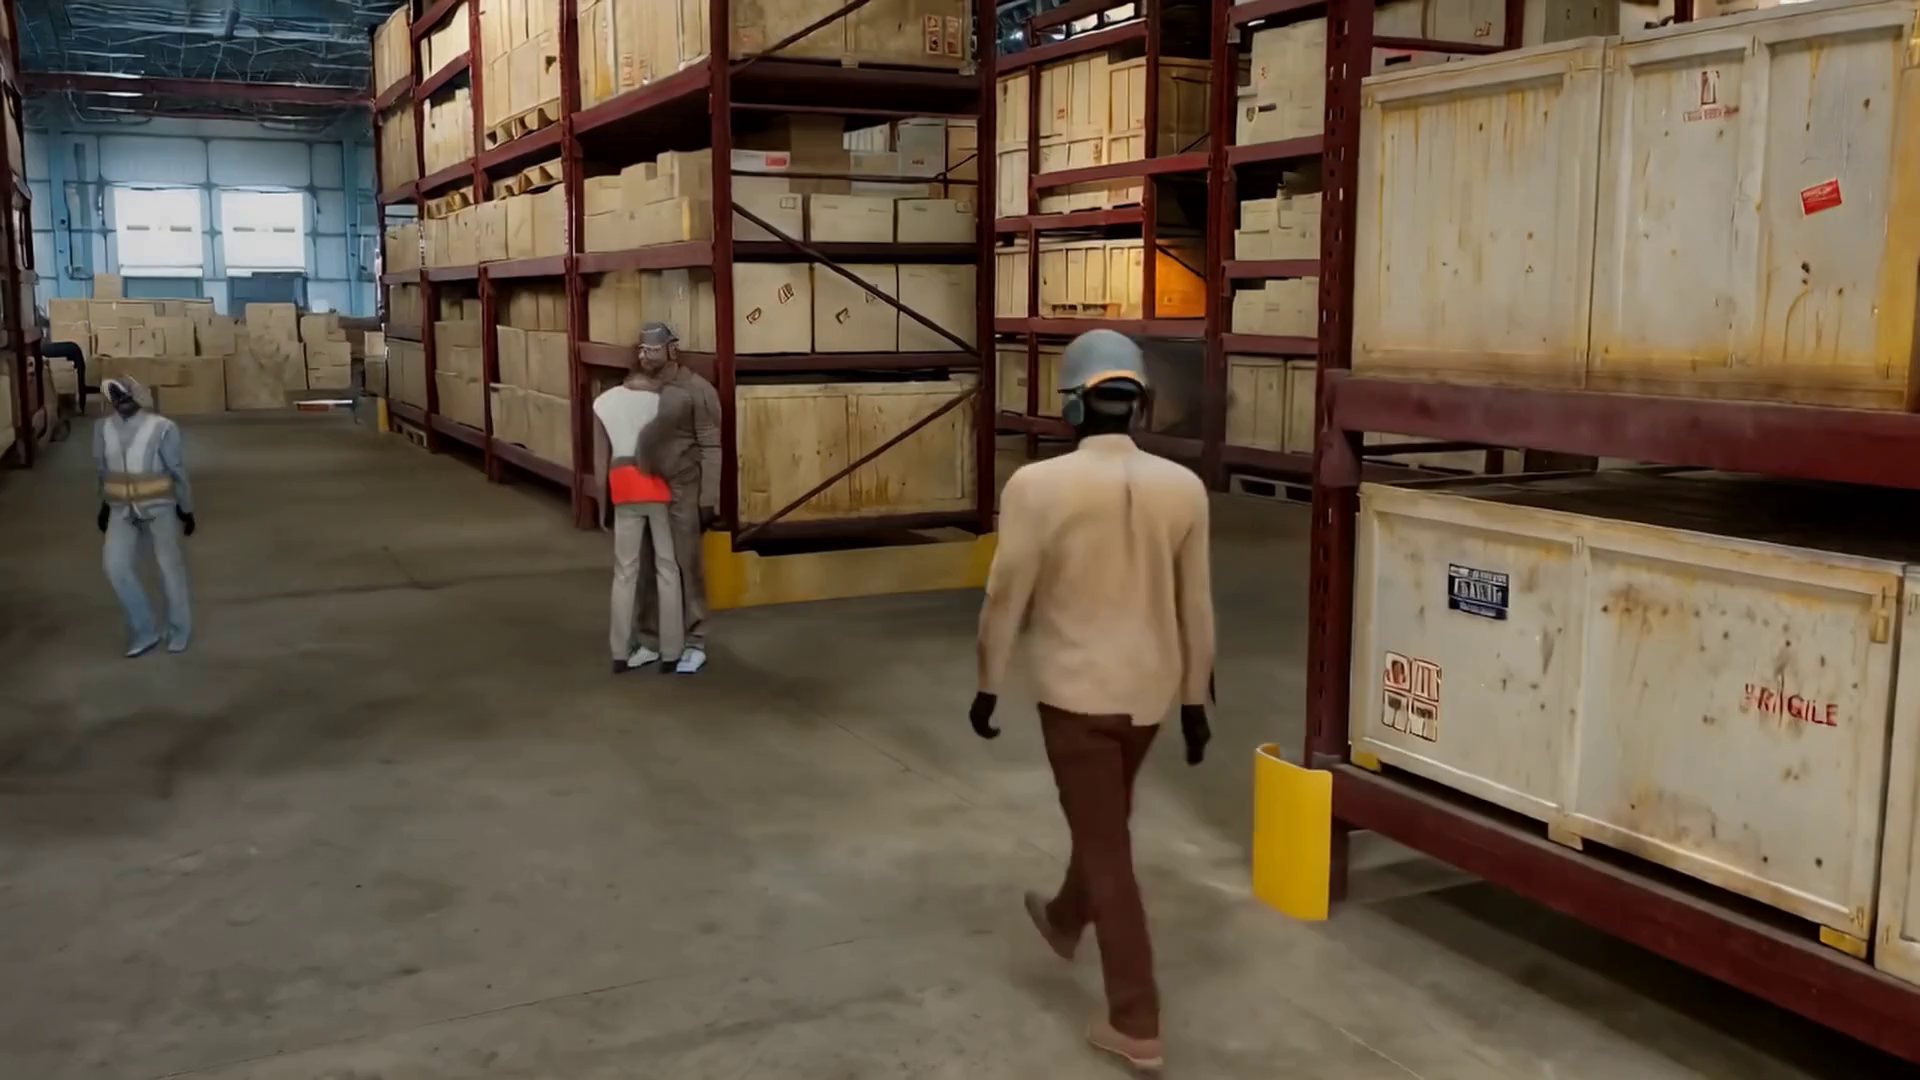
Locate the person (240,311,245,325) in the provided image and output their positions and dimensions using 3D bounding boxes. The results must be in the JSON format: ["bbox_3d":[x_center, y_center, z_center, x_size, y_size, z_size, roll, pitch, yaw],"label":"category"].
[{"bbox_3d":[-24.023,-6.892,55.901,0.363,1.631,0.532,-1,8,-7],"label":"person"}]

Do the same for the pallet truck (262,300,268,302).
[{"bbox_3d":[-23.913,-7.404,58.171,1.885,1.965,0.823,-1,8,-9],"label":"pallet truck"}]

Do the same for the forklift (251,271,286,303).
[{"bbox_3d":[-20.376,-6.535,49.152,1.873,2.768,1.129,6,10,35],"label":"forklift"}]

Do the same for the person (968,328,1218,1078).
[{"bbox_3d":[0.338,0.394,4.616,0.615,1.931,1.029,-4,9,-27],"label":"person"}]

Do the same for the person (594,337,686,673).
[{"bbox_3d":[-1.688,-0.188,9.006,0.569,1.833,0.401,0,8,-1],"label":"person"}]

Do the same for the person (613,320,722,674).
[{"bbox_3d":[-1.613,-0.230,9.013,0.655,1.906,0.407,3,9,21],"label":"person"}]

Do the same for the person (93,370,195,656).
[{"bbox_3d":[-4.605,-0.144,9.389,0.622,1.615,0.509,1,8,4],"label":"person"}]
